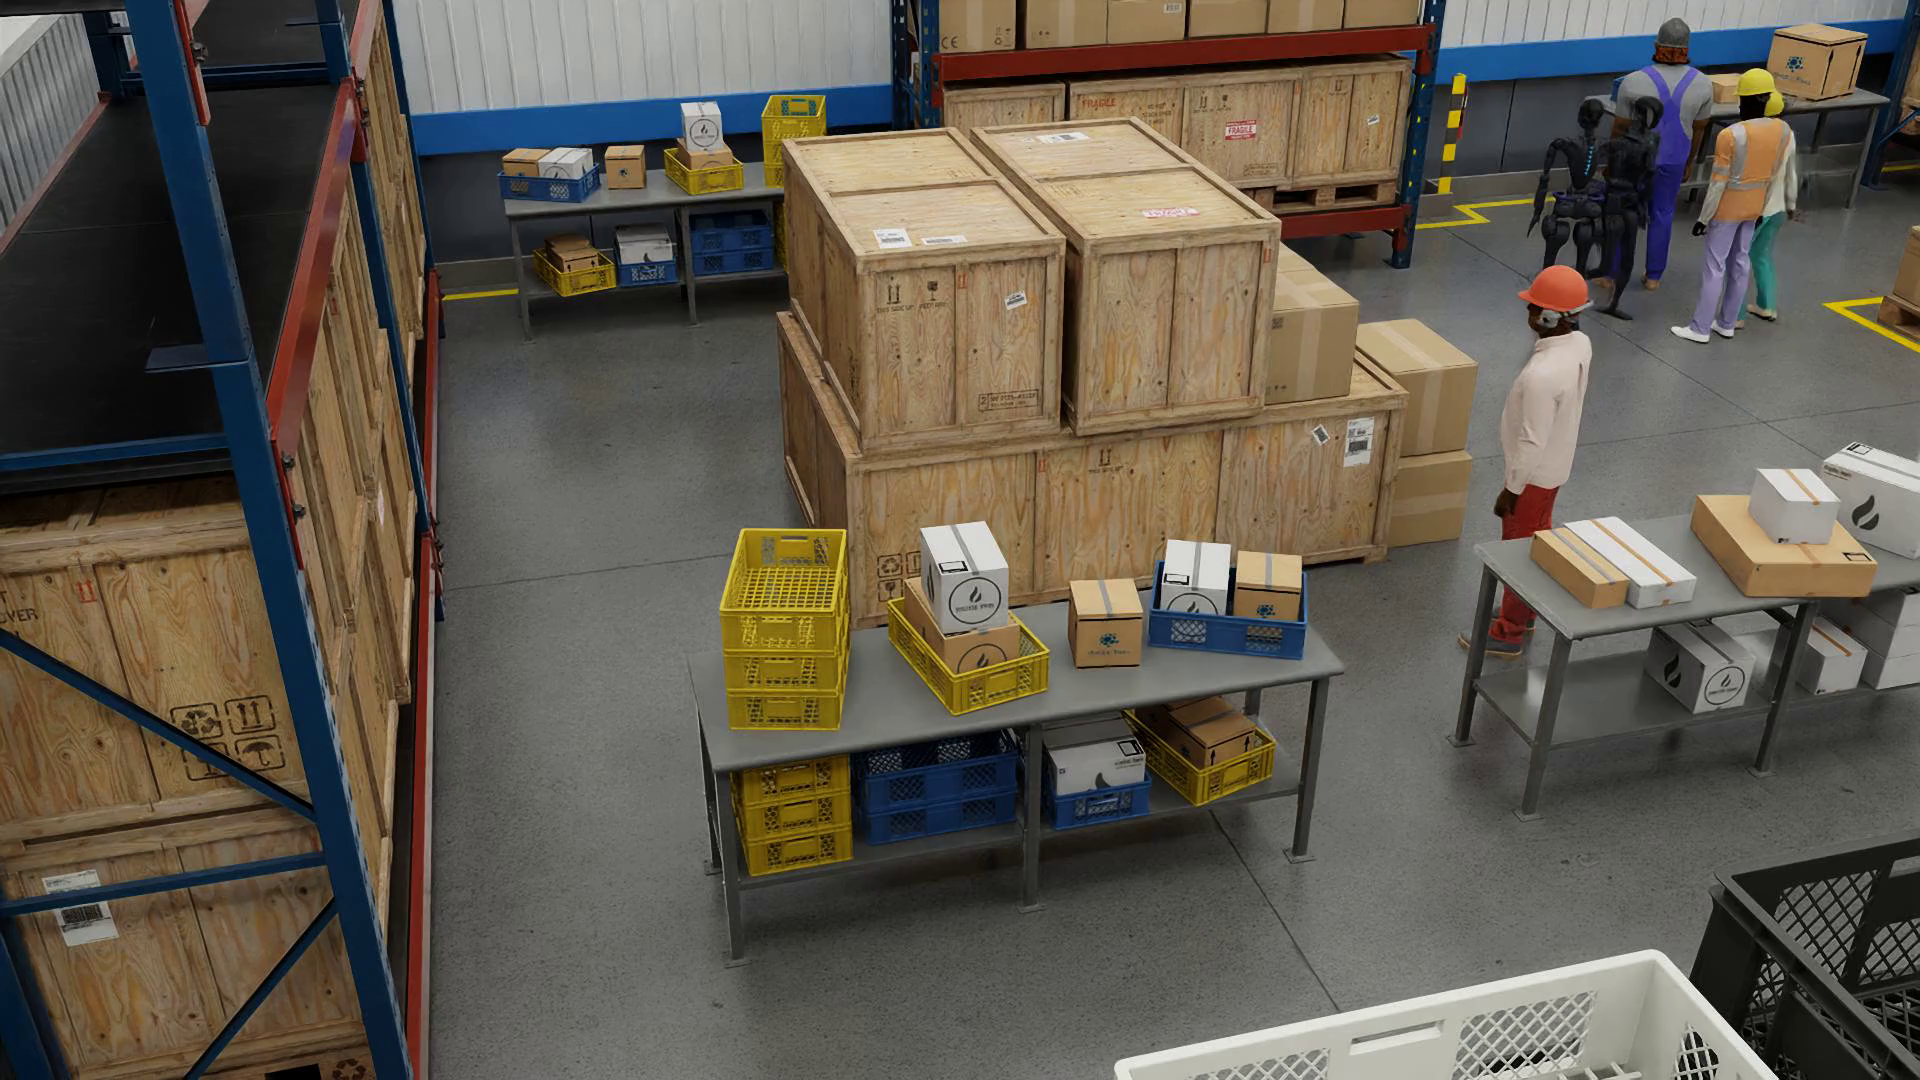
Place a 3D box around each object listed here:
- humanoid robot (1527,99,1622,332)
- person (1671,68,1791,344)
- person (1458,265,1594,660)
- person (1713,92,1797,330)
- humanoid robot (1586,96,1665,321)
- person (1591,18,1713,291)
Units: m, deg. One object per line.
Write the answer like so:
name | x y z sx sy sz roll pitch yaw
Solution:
humanoid robot | 4.360 -2.303 11.832 0.573 1.653 0.324 2 29 4
person | 5.384 -2.307 11.593 0.584 1.920 0.370 -11 31 -19
person | 2.737 -0.356 7.975 0.379 1.995 0.608 19 34 31
person | 5.683 -2.352 11.888 0.614 1.729 0.356 -20 35 -32
humanoid robot | 4.748 -2.422 12.064 0.603 1.642 0.496 -21 35 -33
person | 5.183 -2.892 12.531 0.682 2.000 0.536 2 29 4
